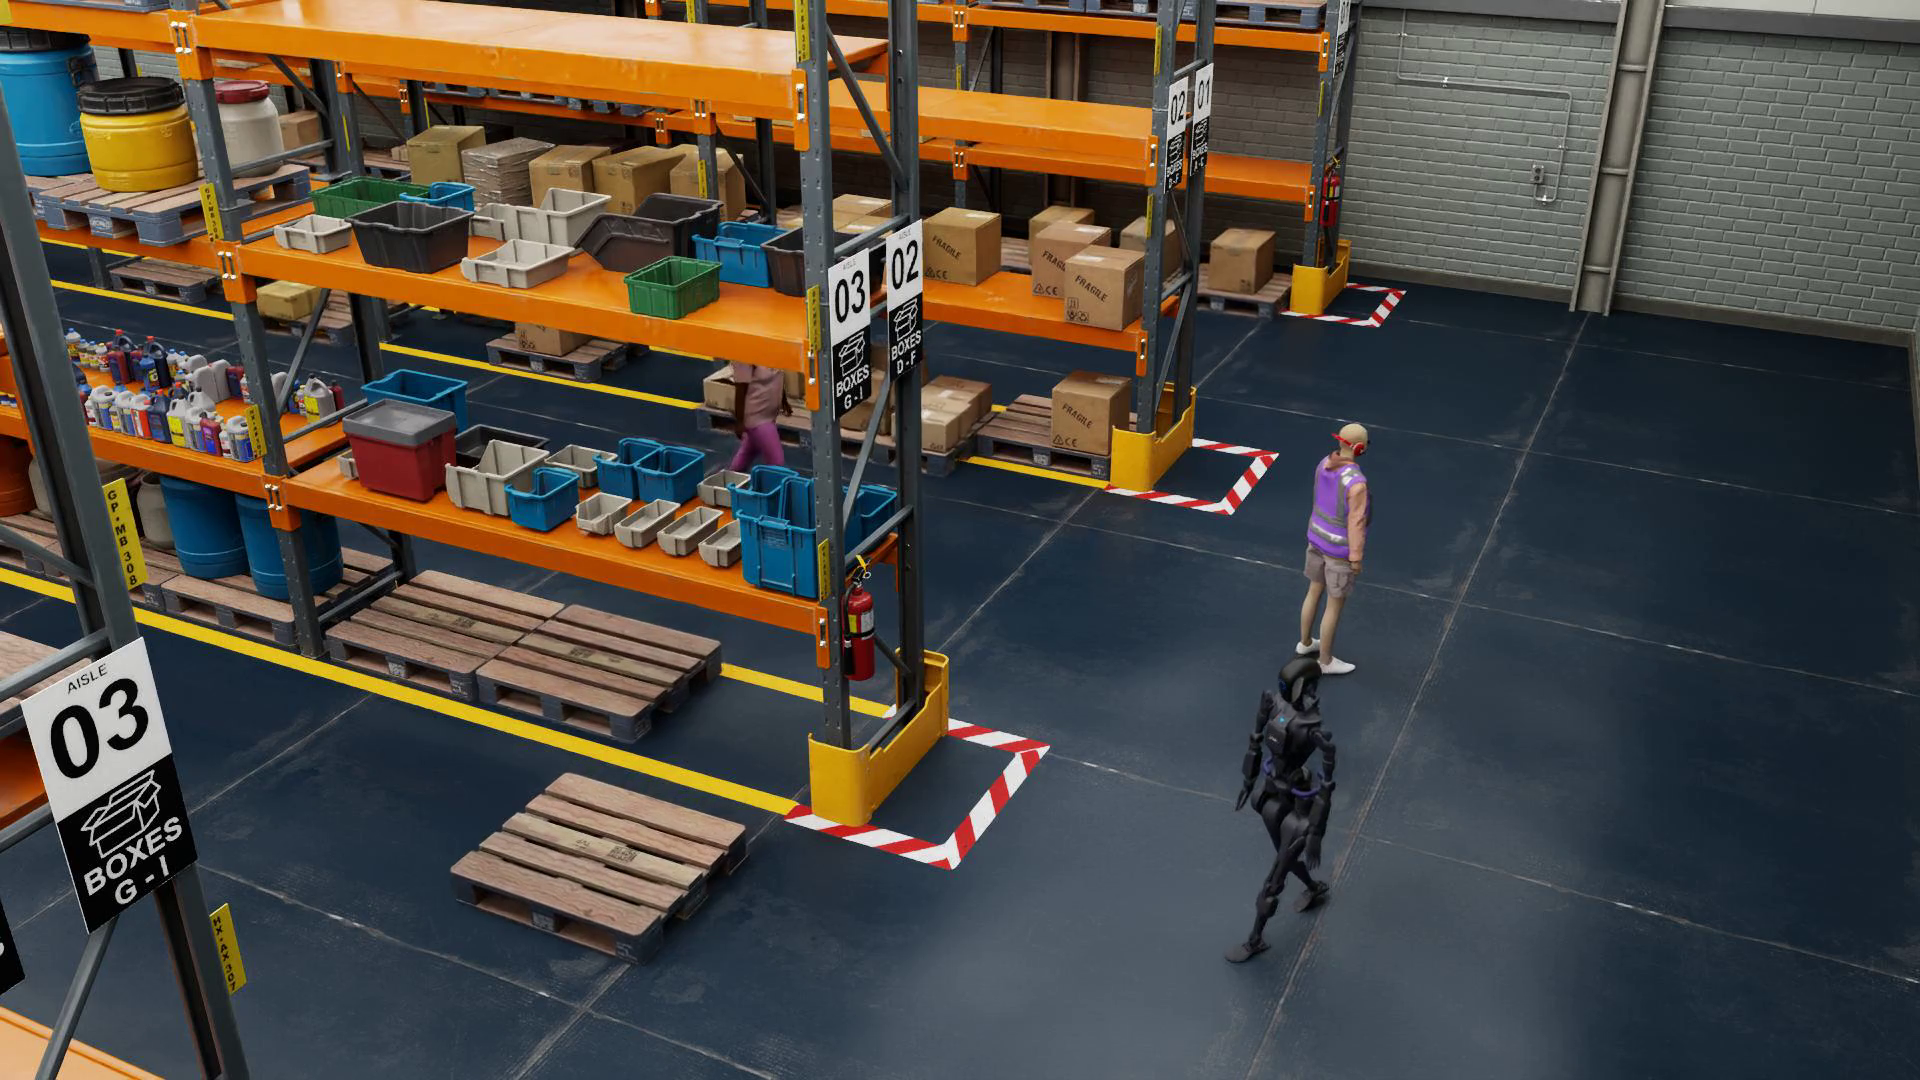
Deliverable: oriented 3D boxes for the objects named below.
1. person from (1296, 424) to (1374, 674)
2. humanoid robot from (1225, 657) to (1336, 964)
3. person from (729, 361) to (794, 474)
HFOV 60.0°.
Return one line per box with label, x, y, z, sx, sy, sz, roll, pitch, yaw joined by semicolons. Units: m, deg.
person;2.392;0.051;10.601;0.348;1.688;0.489;-10;28;-19
humanoid robot;1.646;1.277;8.188;0.780;1.631;0.601;-16;30;-29
person;-1.497;-0.953;12.563;0.930;1.751;0.544;9;28;18
